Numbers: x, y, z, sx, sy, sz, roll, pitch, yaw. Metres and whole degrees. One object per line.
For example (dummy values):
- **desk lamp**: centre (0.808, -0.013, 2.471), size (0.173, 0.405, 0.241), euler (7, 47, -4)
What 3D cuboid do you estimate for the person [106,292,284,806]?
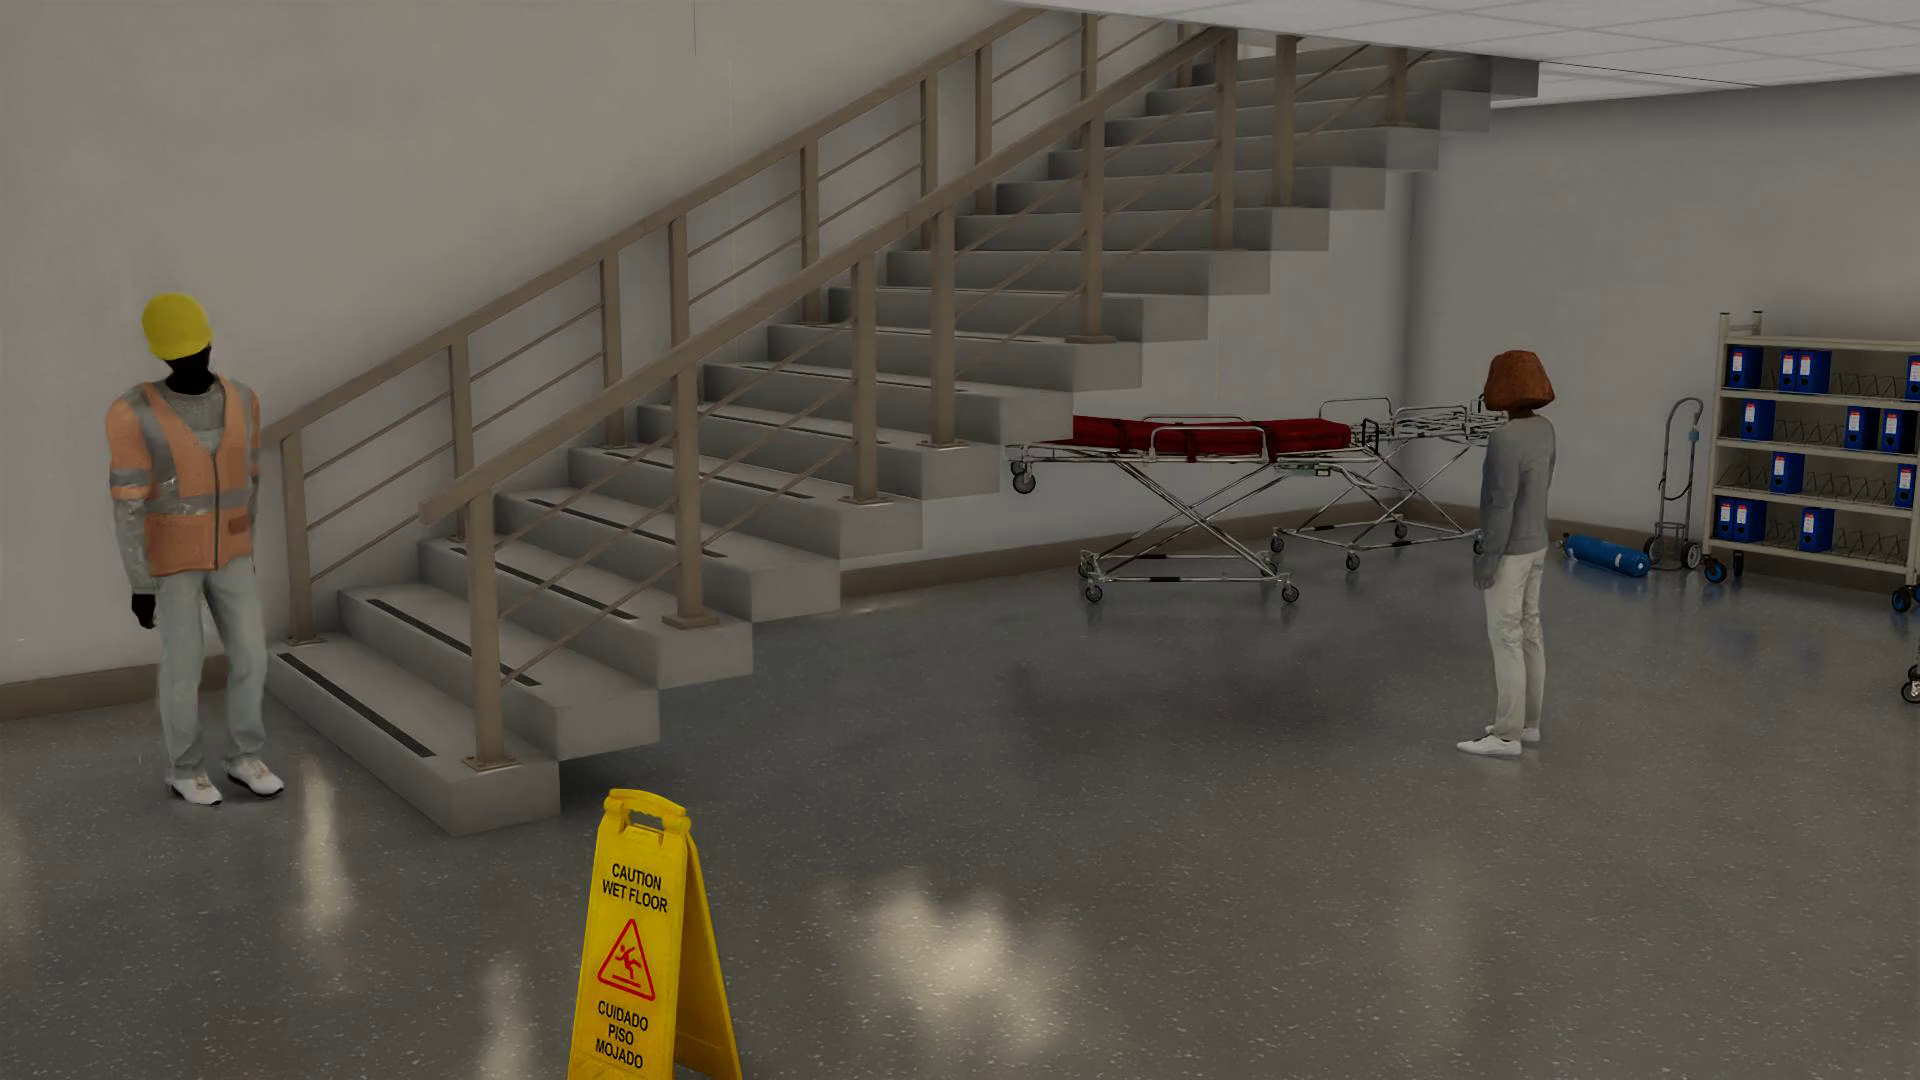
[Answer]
- **person**: centre (-2.748, 0.059, 5.956), size (0.600, 1.879, 0.601), euler (7, 12, 36)

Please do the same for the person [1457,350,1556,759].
- **person**: centre (2.211, 0.059, 6.675), size (0.265, 1.632, 0.508), euler (8, 13, 39)
